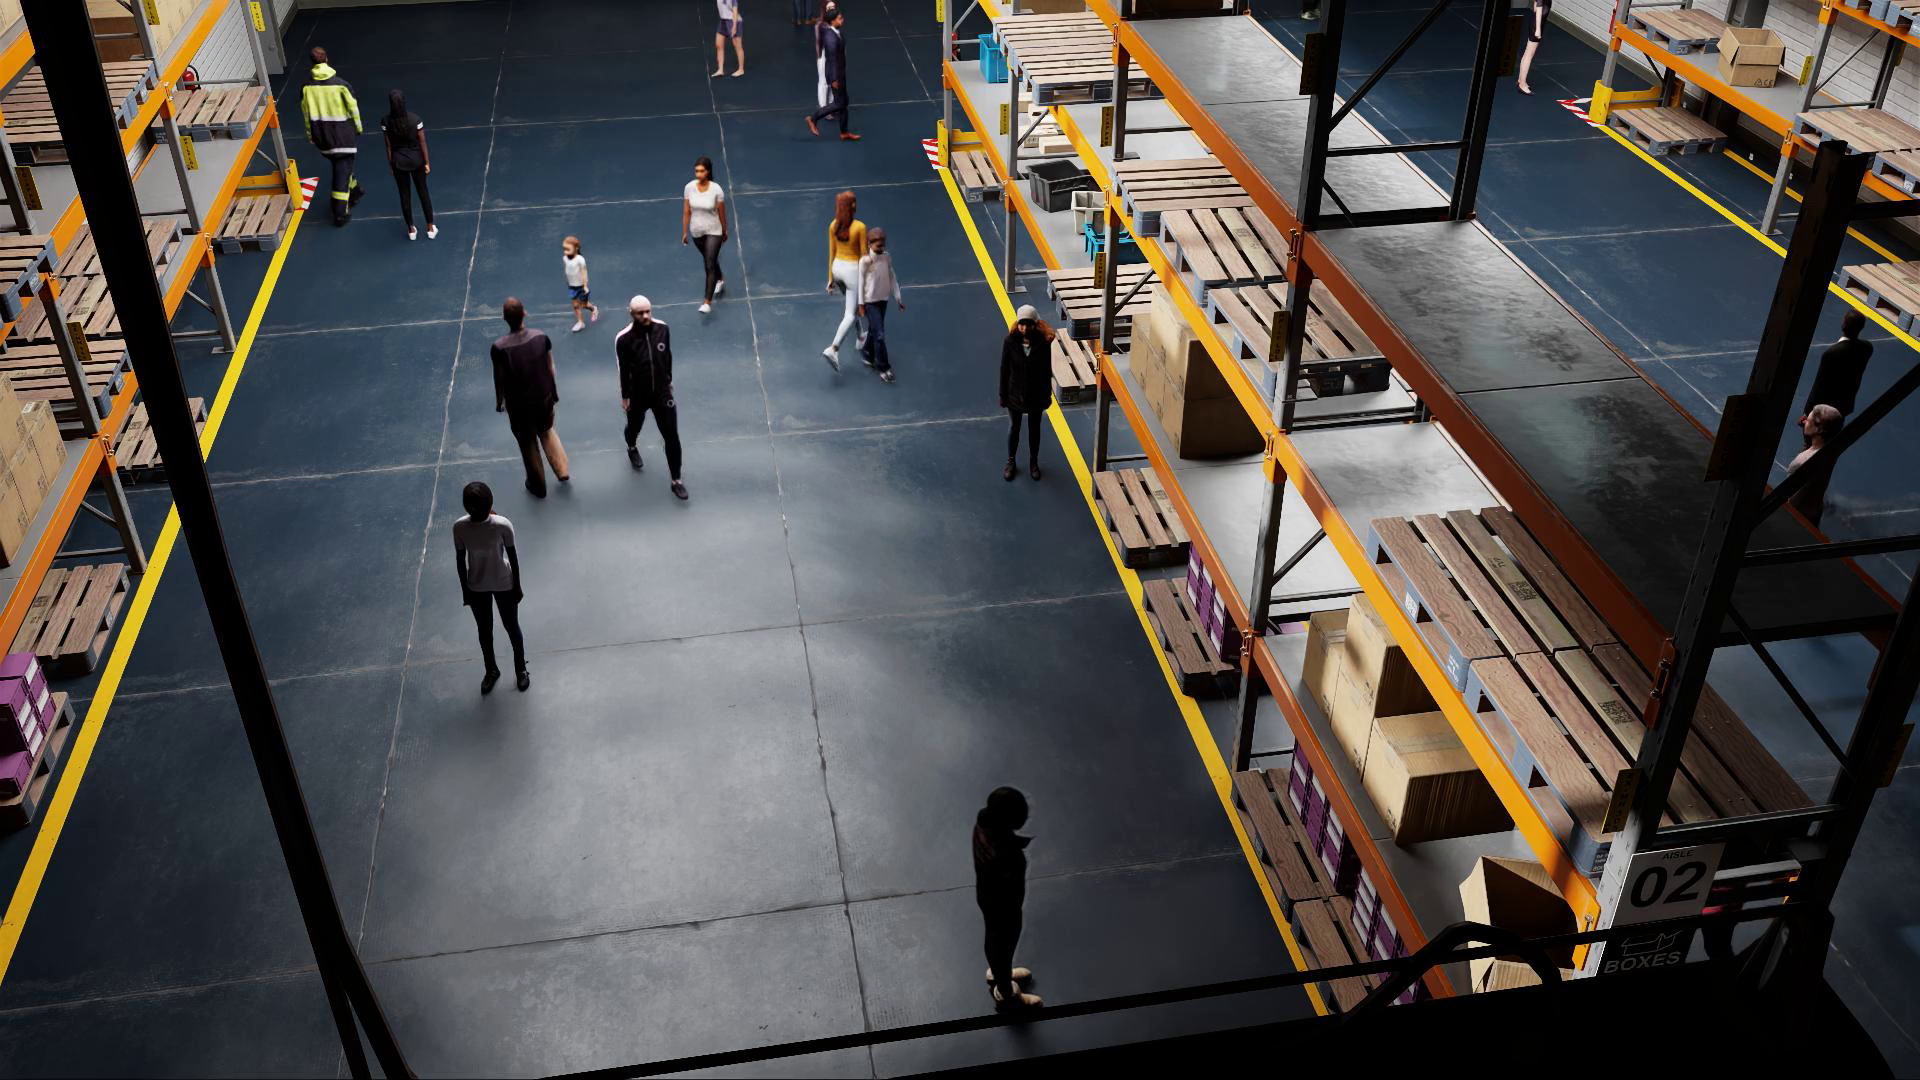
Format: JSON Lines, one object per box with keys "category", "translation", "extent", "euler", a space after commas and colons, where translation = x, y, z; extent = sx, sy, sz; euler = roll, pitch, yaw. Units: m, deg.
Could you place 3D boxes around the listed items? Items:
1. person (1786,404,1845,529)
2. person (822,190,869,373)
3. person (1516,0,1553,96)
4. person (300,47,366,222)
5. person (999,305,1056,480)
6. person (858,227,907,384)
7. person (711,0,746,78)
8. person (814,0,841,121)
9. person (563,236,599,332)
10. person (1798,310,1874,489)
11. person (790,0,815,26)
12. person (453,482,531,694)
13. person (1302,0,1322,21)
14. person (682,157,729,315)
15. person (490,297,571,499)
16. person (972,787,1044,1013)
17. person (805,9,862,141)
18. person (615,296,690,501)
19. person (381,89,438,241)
{"category": "person", "translation": [6.414, -0.118, 12.546], "extent": [1.298, 1.822, 1.246], "euler": [21, 39, 29]}
{"category": "person", "translation": [-1.135, -2.491, 16.226], "extent": [1.091, 1.701, 1.301], "euler": [15, 36, 21]}
{"category": "person", "translation": [8.002, -7.137, 23.100], "extent": [0.708, 1.830, 0.577], "euler": [9, 35, 13]}
{"category": "person", "translation": [-7.273, -4.666, 19.290], "extent": [0.980, 1.931, 1.253], "euler": [3, 34, 5]}
{"category": "person", "translation": [0.575, -1.292, 14.482], "extent": [0.680, 1.634, 0.671], "euler": [1, 34, 1]}
{"category": "person", "translation": [-0.873, -2.349, 16.167], "extent": [0.931, 1.529, 0.813], "euler": [26, 42, 34]}
{"category": "person", "translation": [-3.231, -7.411, 23.763], "extent": [0.810, 1.551, 0.852], "euler": [27, 42, 34]}
{"category": "person", "translation": [-1.748, -6.466, 22.291], "extent": [0.733, 1.608, 0.673], "euler": [21, 39, 29]}
{"category": "person", "translation": [-3.898, -2.650, 17.088], "extent": [0.570, 1.012, 0.648], "euler": [15, 36, 21]}
{"category": "person", "translation": [7.358, -1.116, 14.068], "extent": [0.697, 1.800, 0.625], "euler": [-12, 36, -18]}
{"category": "person", "translation": [-2.461, -8.954, 25.827], "extent": [0.698, 1.837, 0.584], "euler": [-1, 34, -2]}
{"category": "person", "translation": [-3.367, 0.334, 11.959], "extent": [0.595, 1.719, 0.538], "euler": [-3, 34, -5]}
{"category": "person", "translation": [5.578, -8.935, 26.080], "extent": [0.741, 1.525, 0.704], "euler": [22, 40, 30]}
{"category": "person", "translation": [-2.635, -3.240, 17.451], "extent": [0.909, 1.593, 1.173], "euler": [9, 35, 14]}
{"category": "person", "translation": [-3.628, -1.160, 14.111], "extent": [0.815, 1.826, 0.837], "euler": [-23, 40, -31]}
{"category": "person", "translation": [0.217, 2.055, 9.422], "extent": [0.664, 1.661, 0.608], "euler": [8, 35, 12]}
{"category": "person", "translation": [-1.678, -5.991, 21.483], "extent": [0.813, 1.711, 0.936], "euler": [0, 34, 0]}
{"category": "person", "translation": [-2.737, -1.289, 14.340], "extent": [0.942, 1.786, 1.320], "euler": [-16, 37, -23]}
{"category": "person", "translation": [-6.257, -4.262, 18.865], "extent": [0.621, 1.729, 0.594], "euler": [-10, 35, -15]}
